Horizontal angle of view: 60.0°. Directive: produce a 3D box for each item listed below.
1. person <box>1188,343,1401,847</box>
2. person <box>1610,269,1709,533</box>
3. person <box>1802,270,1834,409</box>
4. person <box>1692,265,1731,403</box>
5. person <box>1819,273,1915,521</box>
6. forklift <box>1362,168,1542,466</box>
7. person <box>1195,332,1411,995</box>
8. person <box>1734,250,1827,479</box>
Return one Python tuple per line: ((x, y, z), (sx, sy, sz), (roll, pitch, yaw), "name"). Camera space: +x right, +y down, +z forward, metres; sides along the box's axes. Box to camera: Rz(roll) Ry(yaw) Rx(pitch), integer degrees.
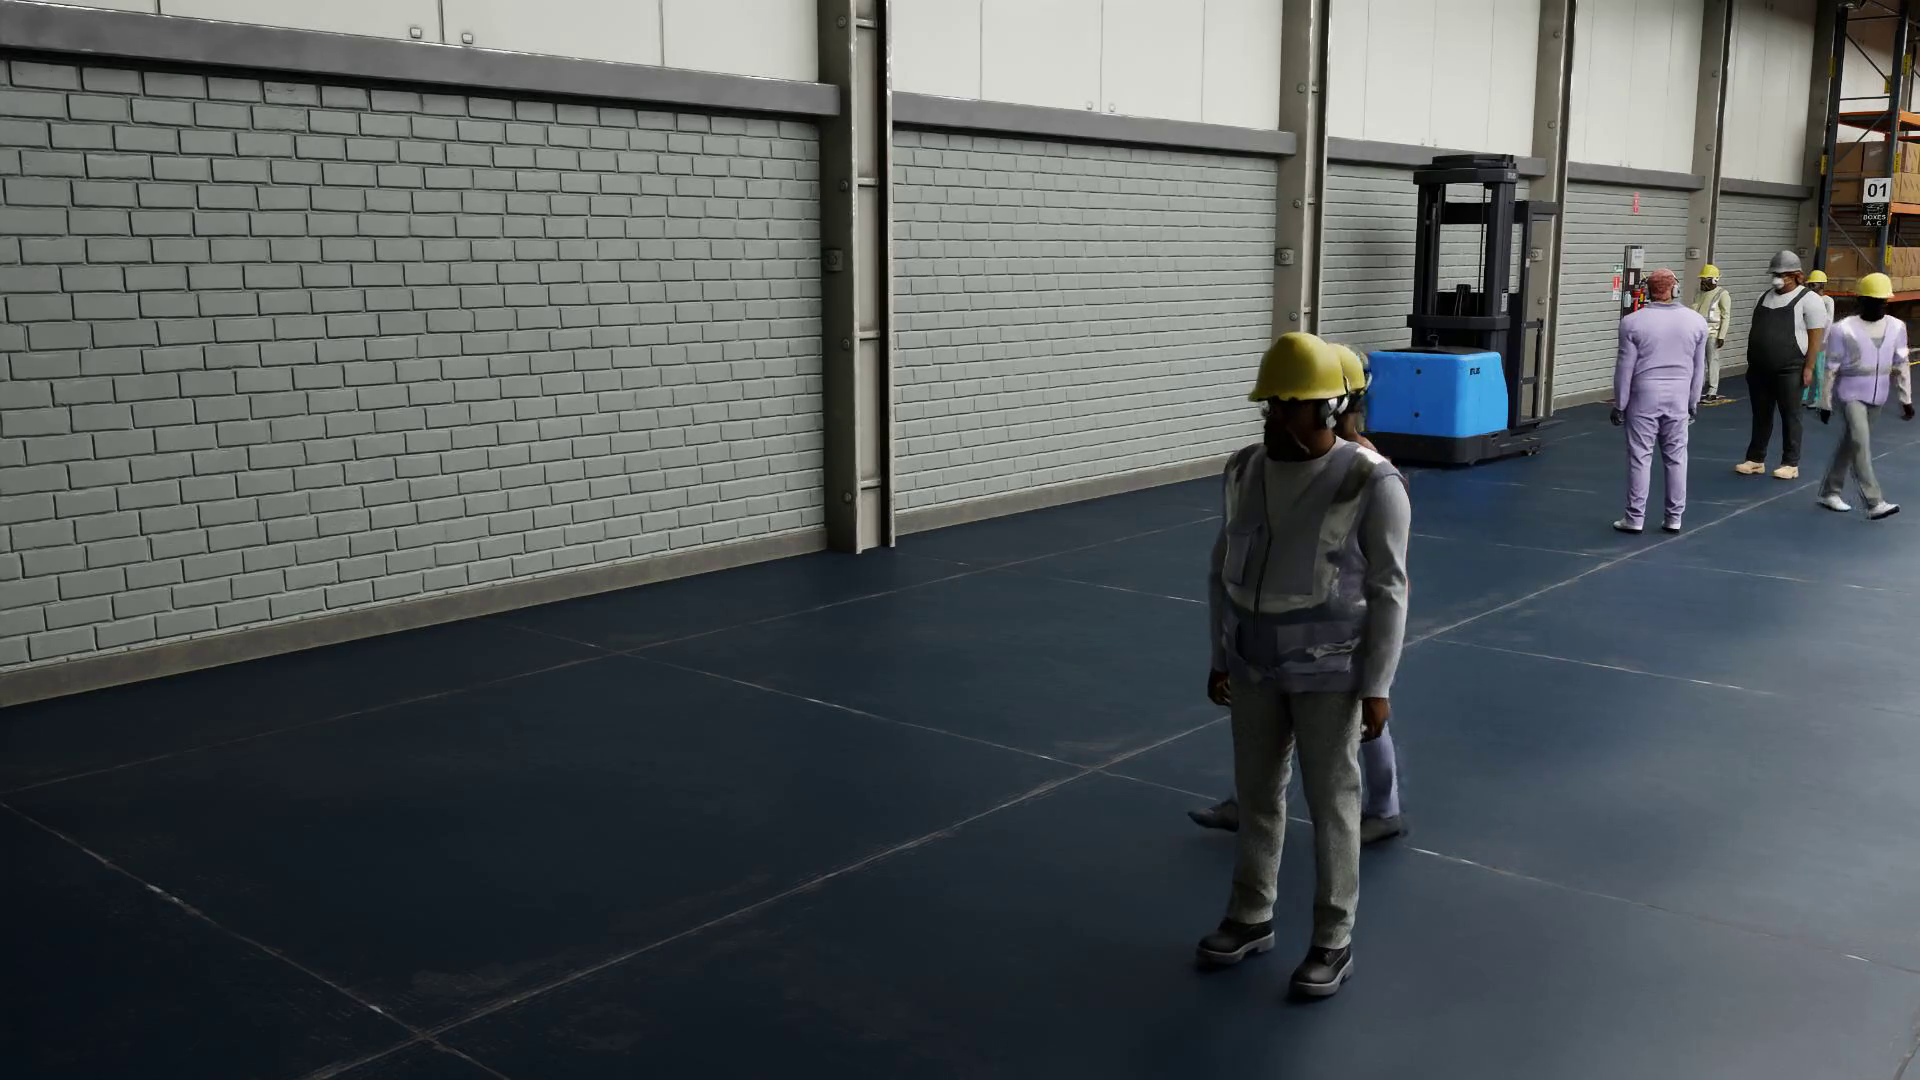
((1.202, 0.205, 5.642), (0.743, 1.728, 0.548), (-2, 10, -12), "person")
((5.035, -1.000, 12.052), (0.642, 1.905, 0.401), (0, 10, 1), "person")
((11.020, -2.592, 21.500), (0.309, 1.769, 0.523), (-3, 10, -18), "person")
((9.964, -2.751, 22.212), (0.403, 1.831, 0.595), (-4, 11, -22), "person")
((6.943, -1.097, 12.720), (0.593, 1.860, 1.033), (-2, 10, -9), "person")
((4.875, -2.212, 16.287), (1.129, 2.768, 1.873), (8, 13, 40), "forklift")
((0.928, 0.340, 4.624), (0.600, 1.827, 0.404), (10, 14, 43), "person")
((7.352, -1.564, 14.983), (0.536, 2.000, 0.688), (-5, 11, -27), "person")
